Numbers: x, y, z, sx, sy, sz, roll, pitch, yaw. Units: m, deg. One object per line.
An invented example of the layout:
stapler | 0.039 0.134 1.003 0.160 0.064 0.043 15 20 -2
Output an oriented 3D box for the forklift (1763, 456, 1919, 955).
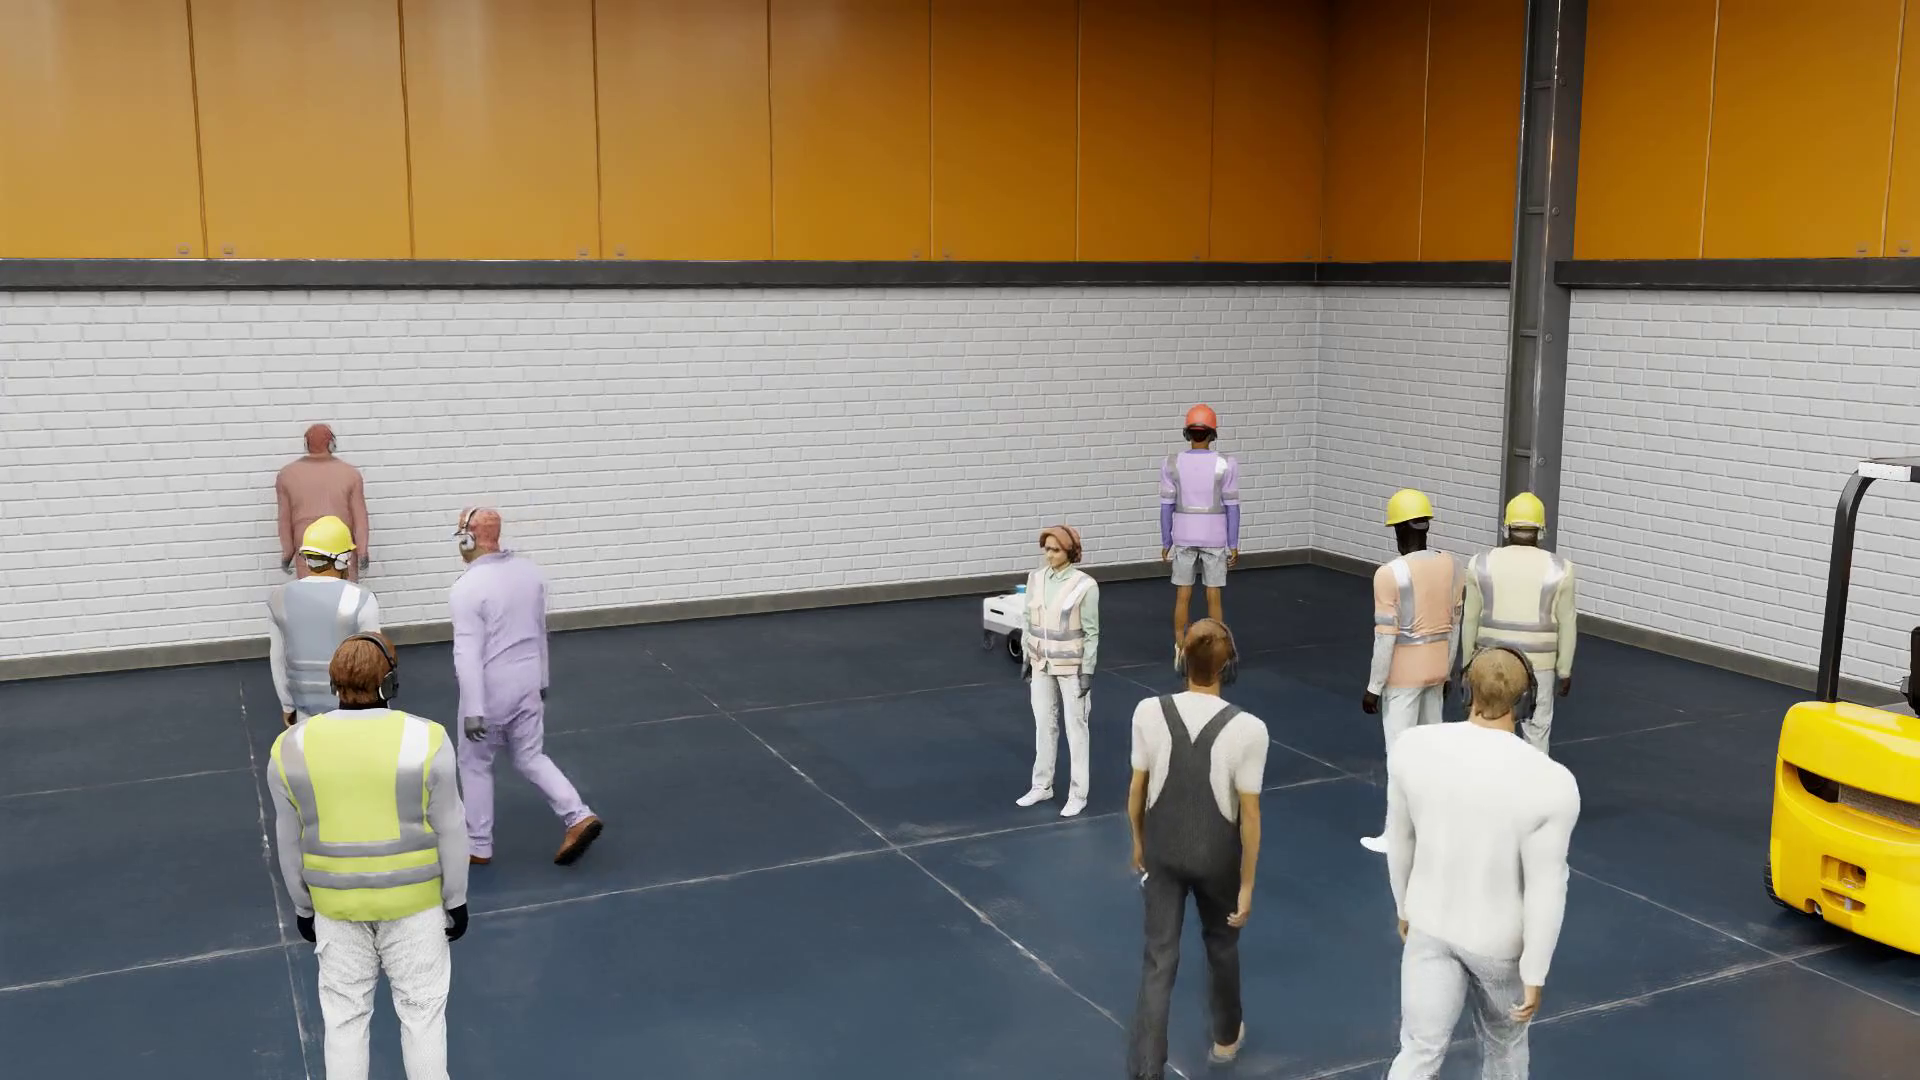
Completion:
forklift | 4.857 0.731 7.561 2.313 2.155 1.214 -4 10 -25

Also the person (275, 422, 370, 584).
person | -4.822 0.054 12.661 0.651 1.909 0.403 -2 9 -10

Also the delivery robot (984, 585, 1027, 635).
delivery robot | 0.497 0.598 13.162 0.477 0.478 0.707 -6 11 -34

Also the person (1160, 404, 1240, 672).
person | 1.815 -0.006 12.588 0.605 2.047 0.376 3 10 18

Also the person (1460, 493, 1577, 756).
person | 3.086 0.652 9.203 0.612 1.823 0.411 4 10 24

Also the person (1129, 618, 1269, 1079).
person | 0.846 1.175 6.066 0.530 1.801 0.981 3 10 18

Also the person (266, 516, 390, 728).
person | -3.114 0.790 8.308 0.599 1.832 0.404 1 9 7

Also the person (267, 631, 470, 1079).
person | -1.970 1.216 5.645 0.627 1.844 0.429 -1 9 -4

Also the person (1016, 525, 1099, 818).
person | 0.556 0.723 9.330 0.514 1.638 0.307 8 12 40

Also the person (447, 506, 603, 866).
person | -2.250 0.758 8.413 0.808 1.871 0.681 4 10 25

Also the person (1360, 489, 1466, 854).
person | 2.335 0.694 8.647 0.585 1.917 0.381 -5 11 -30

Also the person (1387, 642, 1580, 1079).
person | 1.604 1.259 5.267 0.625 1.894 1.034 6 11 33
